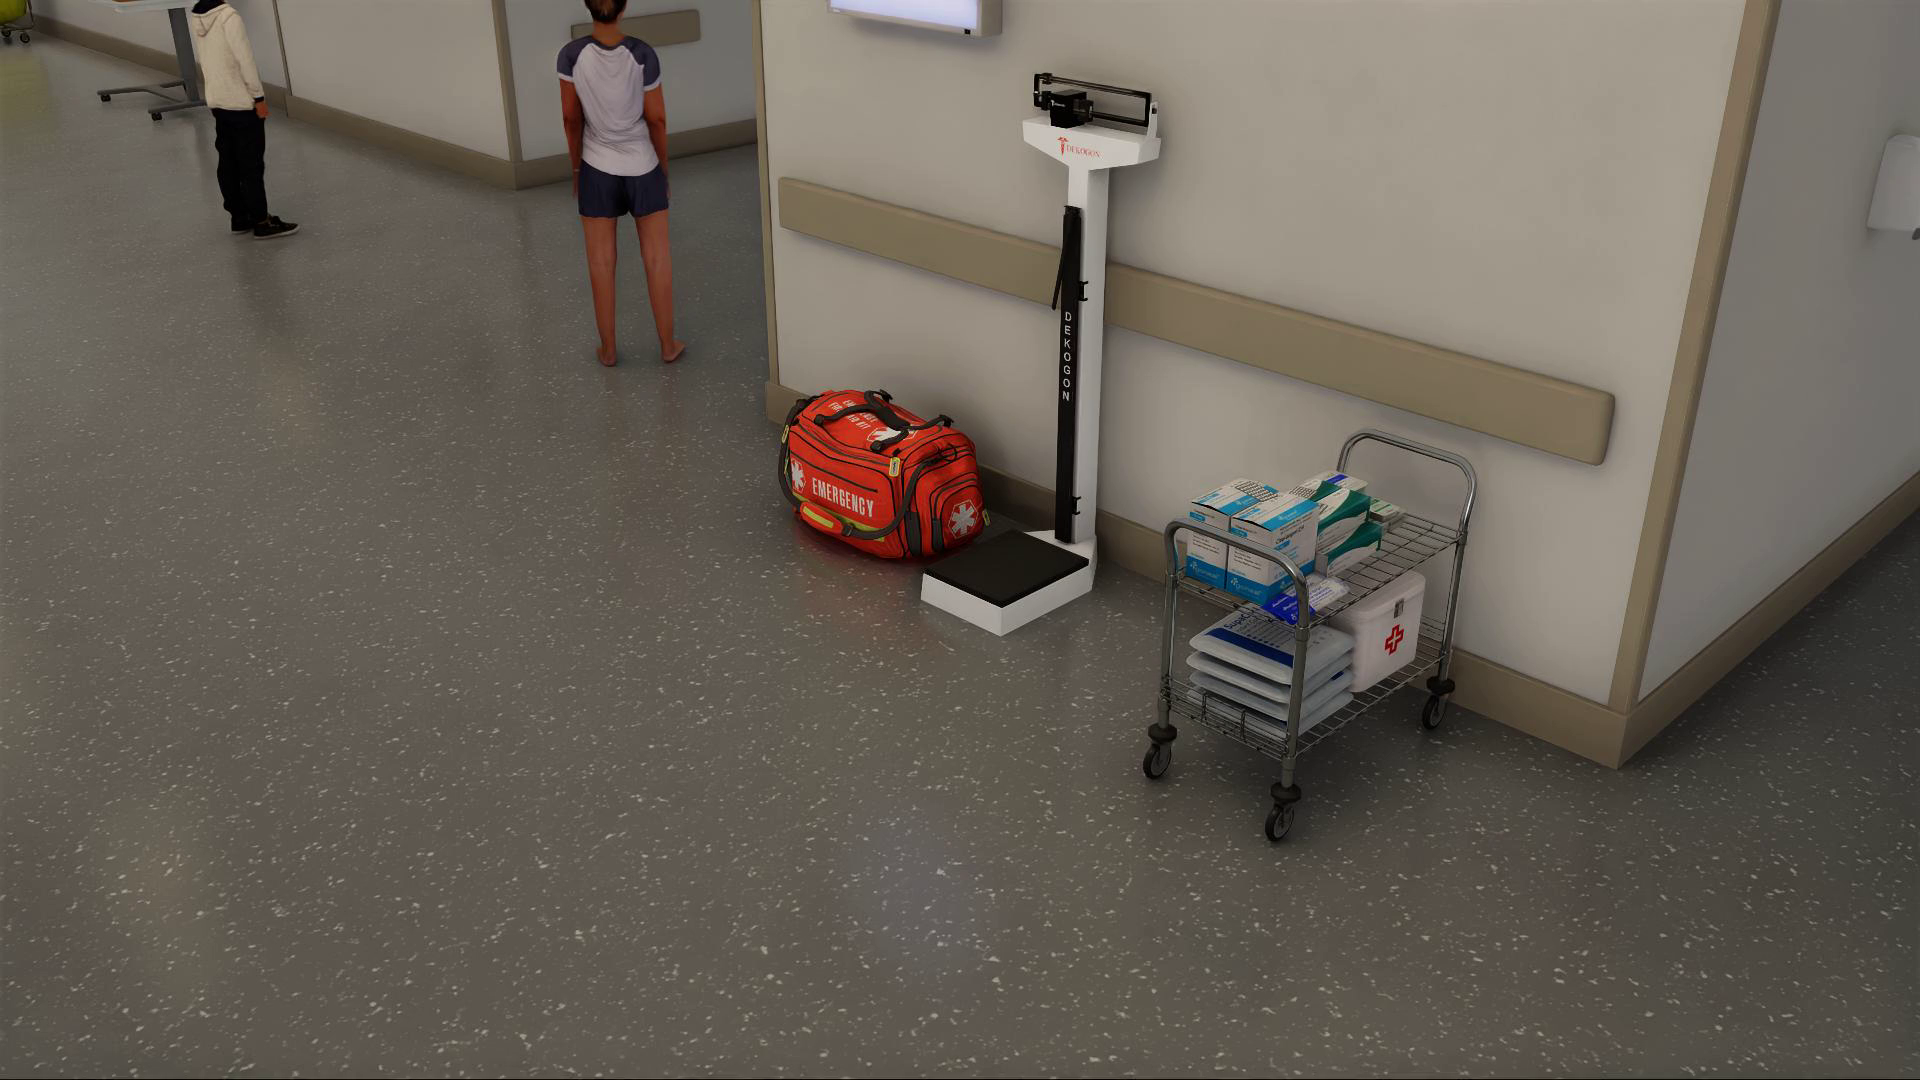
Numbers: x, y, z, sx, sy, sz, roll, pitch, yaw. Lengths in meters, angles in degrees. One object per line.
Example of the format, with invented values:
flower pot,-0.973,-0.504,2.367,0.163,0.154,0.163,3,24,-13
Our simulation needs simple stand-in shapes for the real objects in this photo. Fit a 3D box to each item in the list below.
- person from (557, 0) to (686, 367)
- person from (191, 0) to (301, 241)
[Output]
person,-1.407,-1.522,6.904,0.667,1.625,0.702,-4,26,-8
person,-3.838,-2.327,8.767,0.510,1.455,0.669,17,31,32
